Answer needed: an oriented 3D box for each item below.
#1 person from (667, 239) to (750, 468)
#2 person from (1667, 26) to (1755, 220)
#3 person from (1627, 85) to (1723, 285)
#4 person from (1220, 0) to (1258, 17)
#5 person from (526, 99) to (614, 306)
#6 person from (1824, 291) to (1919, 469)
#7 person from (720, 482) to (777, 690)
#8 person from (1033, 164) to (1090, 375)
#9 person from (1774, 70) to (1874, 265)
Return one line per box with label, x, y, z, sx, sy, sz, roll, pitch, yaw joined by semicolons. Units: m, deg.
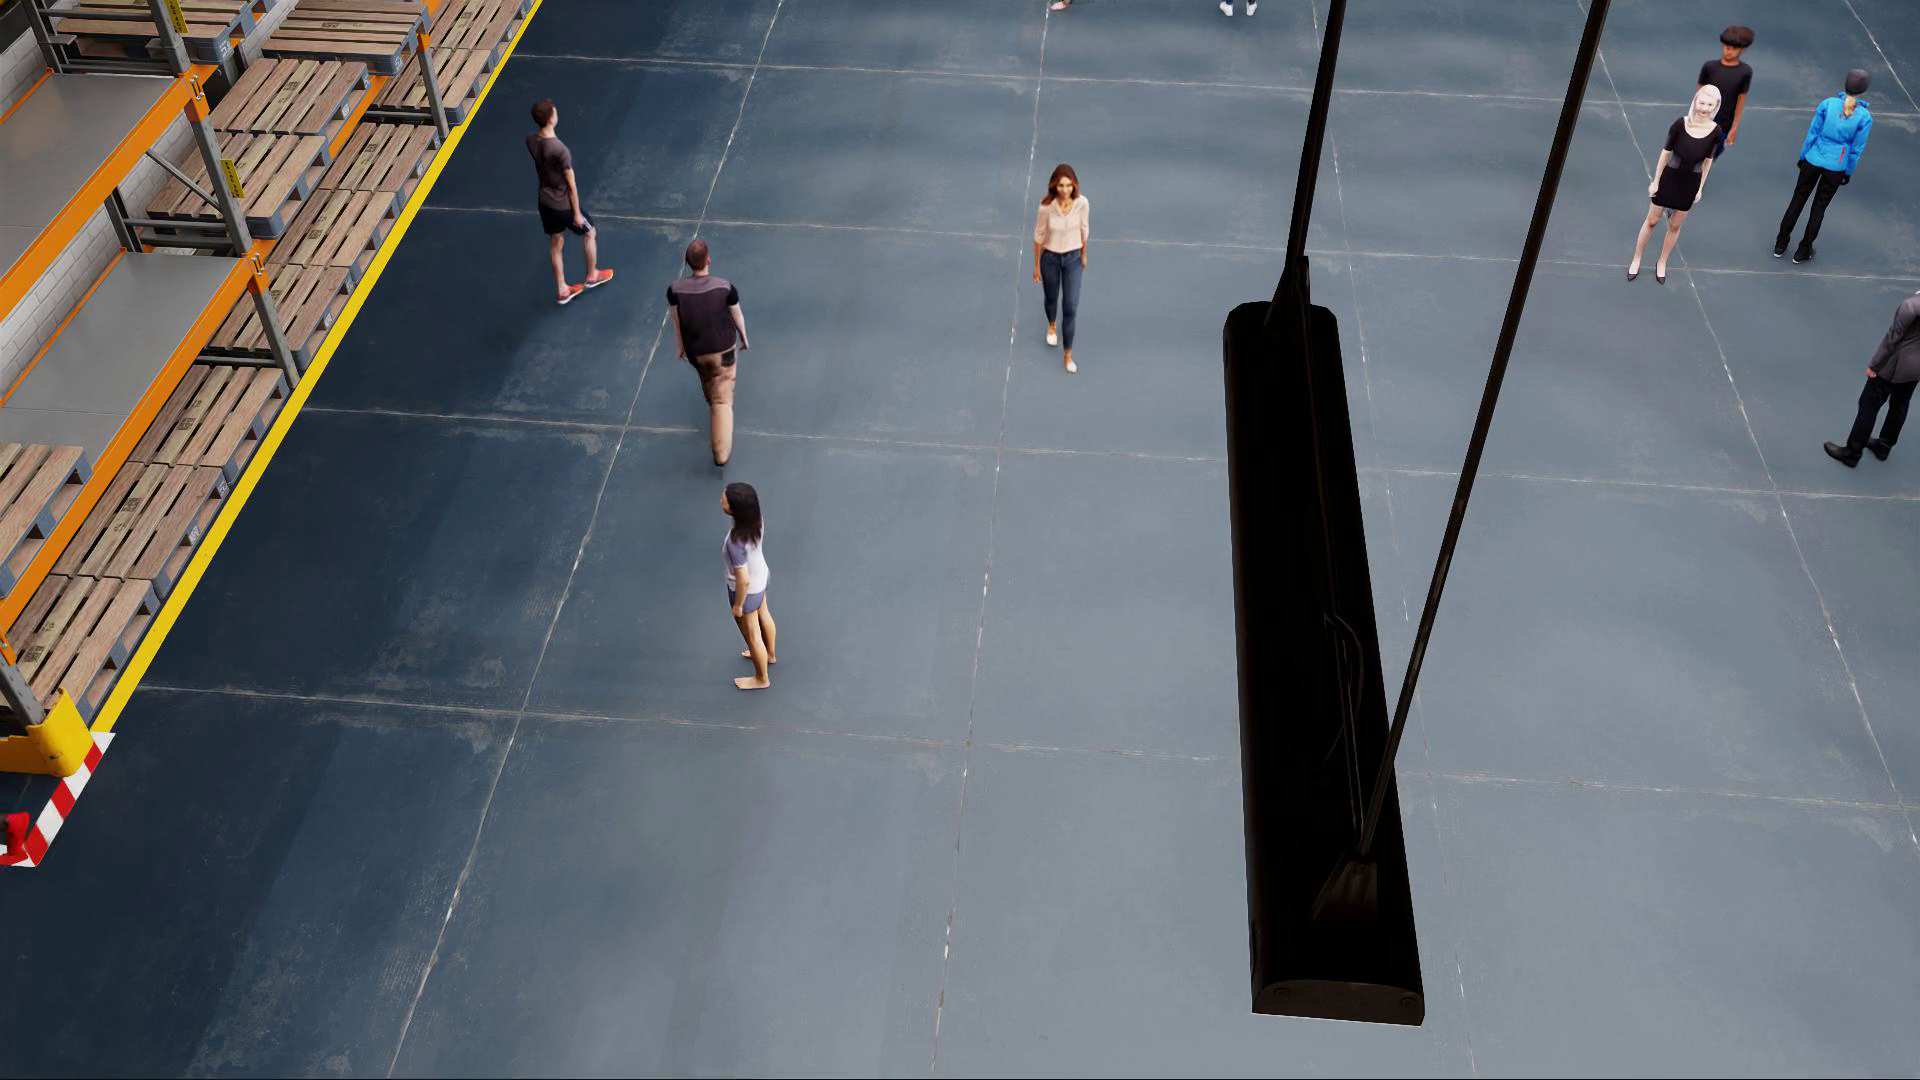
person;-1.885;-1.377;12.480;0.692;1.798;1.165;3;44;3
person;6.846;-3.826;15.073;0.906;1.768;1.215;19;47;18
person;6.125;-3.030;14.192;0.609;1.830;0.539;9;44;10
person;3.082;-6.530;17.886;0.673;1.803;0.558;2;44;2
person;-3.413;-2.775;13.921;0.886;1.834;0.973;24;49;23
person;7.042;-1.338;12.414;0.788;1.832;0.741;-13;45;-13
person;-1.370;0.287;10.781;0.655;1.732;0.464;7;44;7
person;0.799;-2.308;13.481;0.696;1.765;1.001;-3;44;-3
person;7.502;-3.242;14.436;0.694;1.800;0.720;32;52;29
